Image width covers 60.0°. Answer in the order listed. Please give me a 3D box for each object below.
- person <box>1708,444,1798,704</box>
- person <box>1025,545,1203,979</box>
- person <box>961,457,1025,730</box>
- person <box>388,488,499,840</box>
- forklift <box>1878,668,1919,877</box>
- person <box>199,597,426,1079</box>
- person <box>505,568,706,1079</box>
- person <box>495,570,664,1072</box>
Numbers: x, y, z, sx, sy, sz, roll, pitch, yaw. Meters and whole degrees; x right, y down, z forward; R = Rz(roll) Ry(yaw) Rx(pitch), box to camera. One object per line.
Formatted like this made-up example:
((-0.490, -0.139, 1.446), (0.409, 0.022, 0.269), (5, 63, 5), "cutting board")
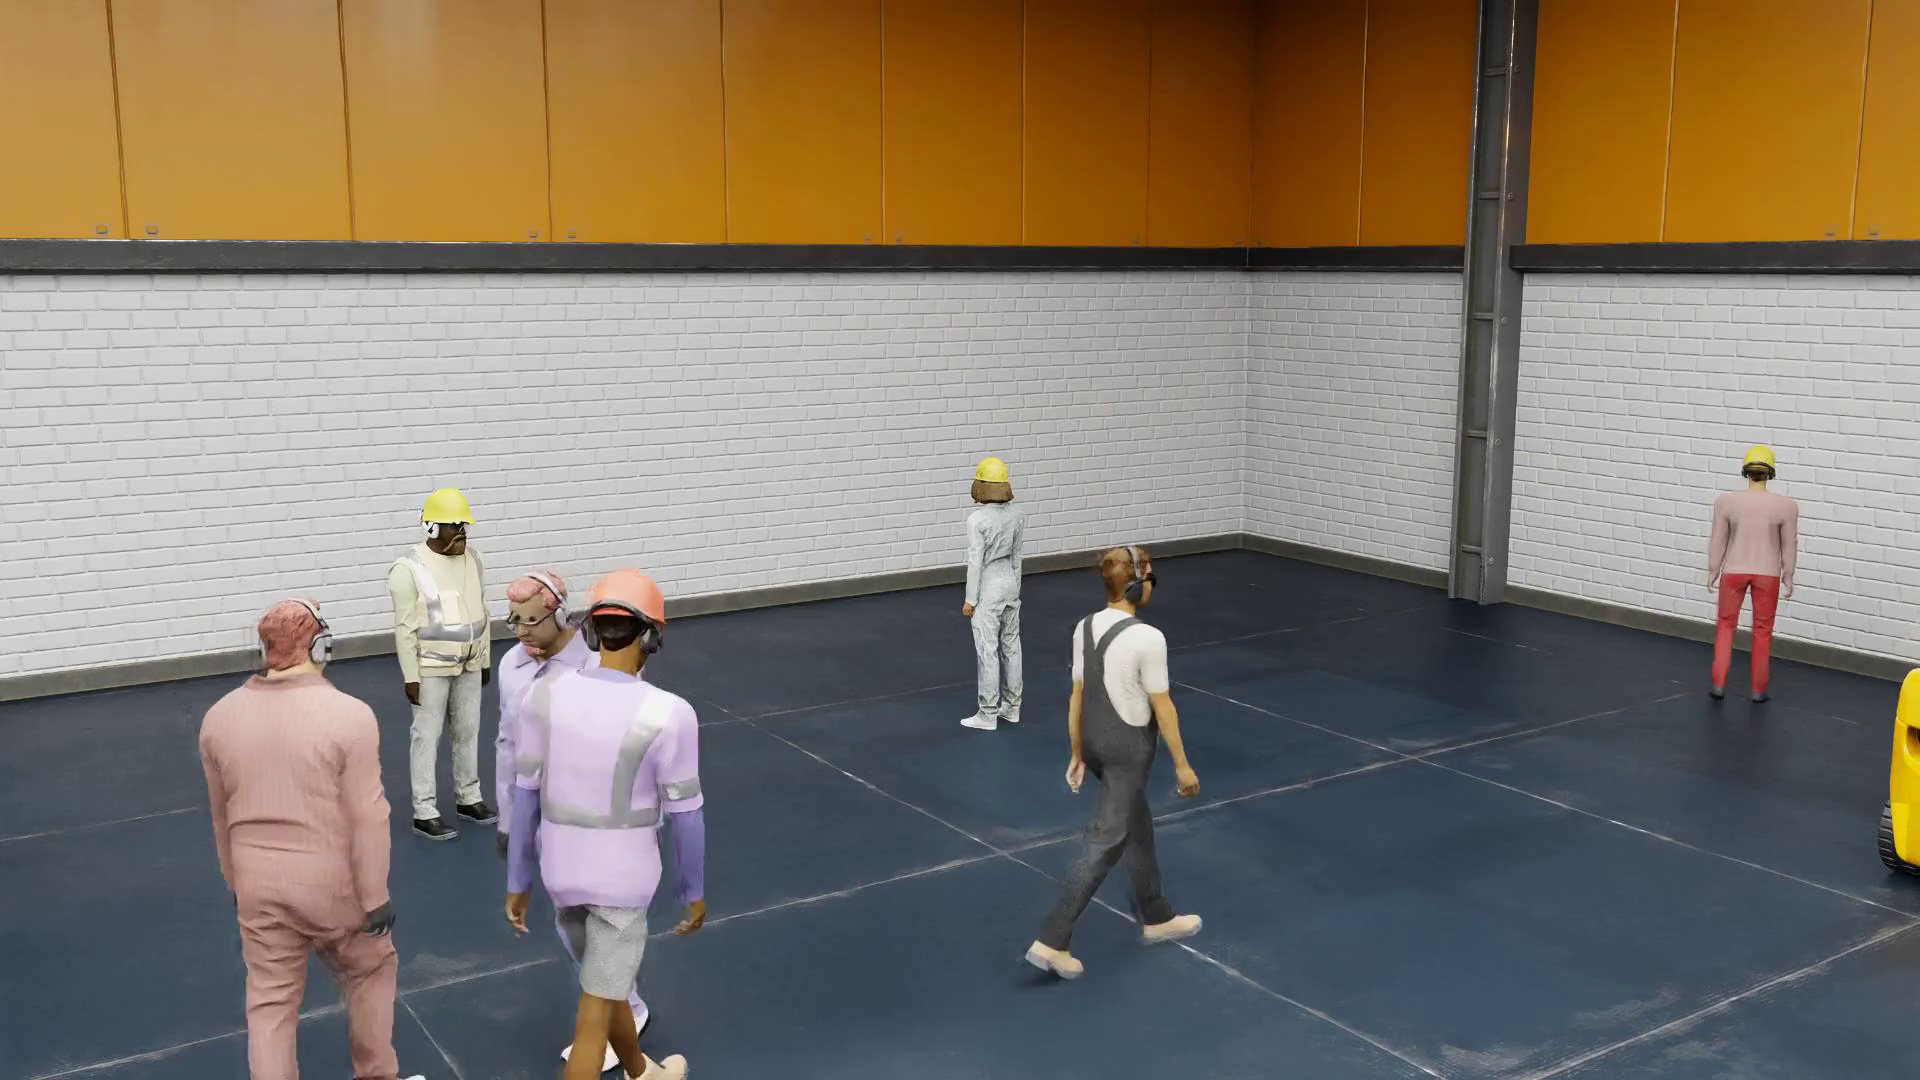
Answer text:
((5.350, 0.231, 11.246), (0.531, 1.768, 0.316), (5, 11, 29), "person")
((0.641, 0.921, 7.008), (0.967, 1.809, 0.535), (-5, 11, -30), "person")
((0.201, 0.339, 10.658), (0.296, 1.744, 0.487), (9, 13, 42), "person")
((-2.664, 0.633, 8.659), (0.403, 1.825, 0.595), (6, 11, 32), "person")
((5.511, 0.571, 7.906), (2.313, 2.155, 1.214), (-6, 11, -33), "forklift")
((-2.134, 1.113, 5.575), (0.669, 1.878, 0.760), (2, 10, 12), "person")
((-1.100, 1.082, 5.447), (0.626, 1.979, 0.955), (4, 10, 23), "person")
((-1.425, 1.025, 6.136), (0.674, 1.870, 0.465), (7, 11, 35), "person")
